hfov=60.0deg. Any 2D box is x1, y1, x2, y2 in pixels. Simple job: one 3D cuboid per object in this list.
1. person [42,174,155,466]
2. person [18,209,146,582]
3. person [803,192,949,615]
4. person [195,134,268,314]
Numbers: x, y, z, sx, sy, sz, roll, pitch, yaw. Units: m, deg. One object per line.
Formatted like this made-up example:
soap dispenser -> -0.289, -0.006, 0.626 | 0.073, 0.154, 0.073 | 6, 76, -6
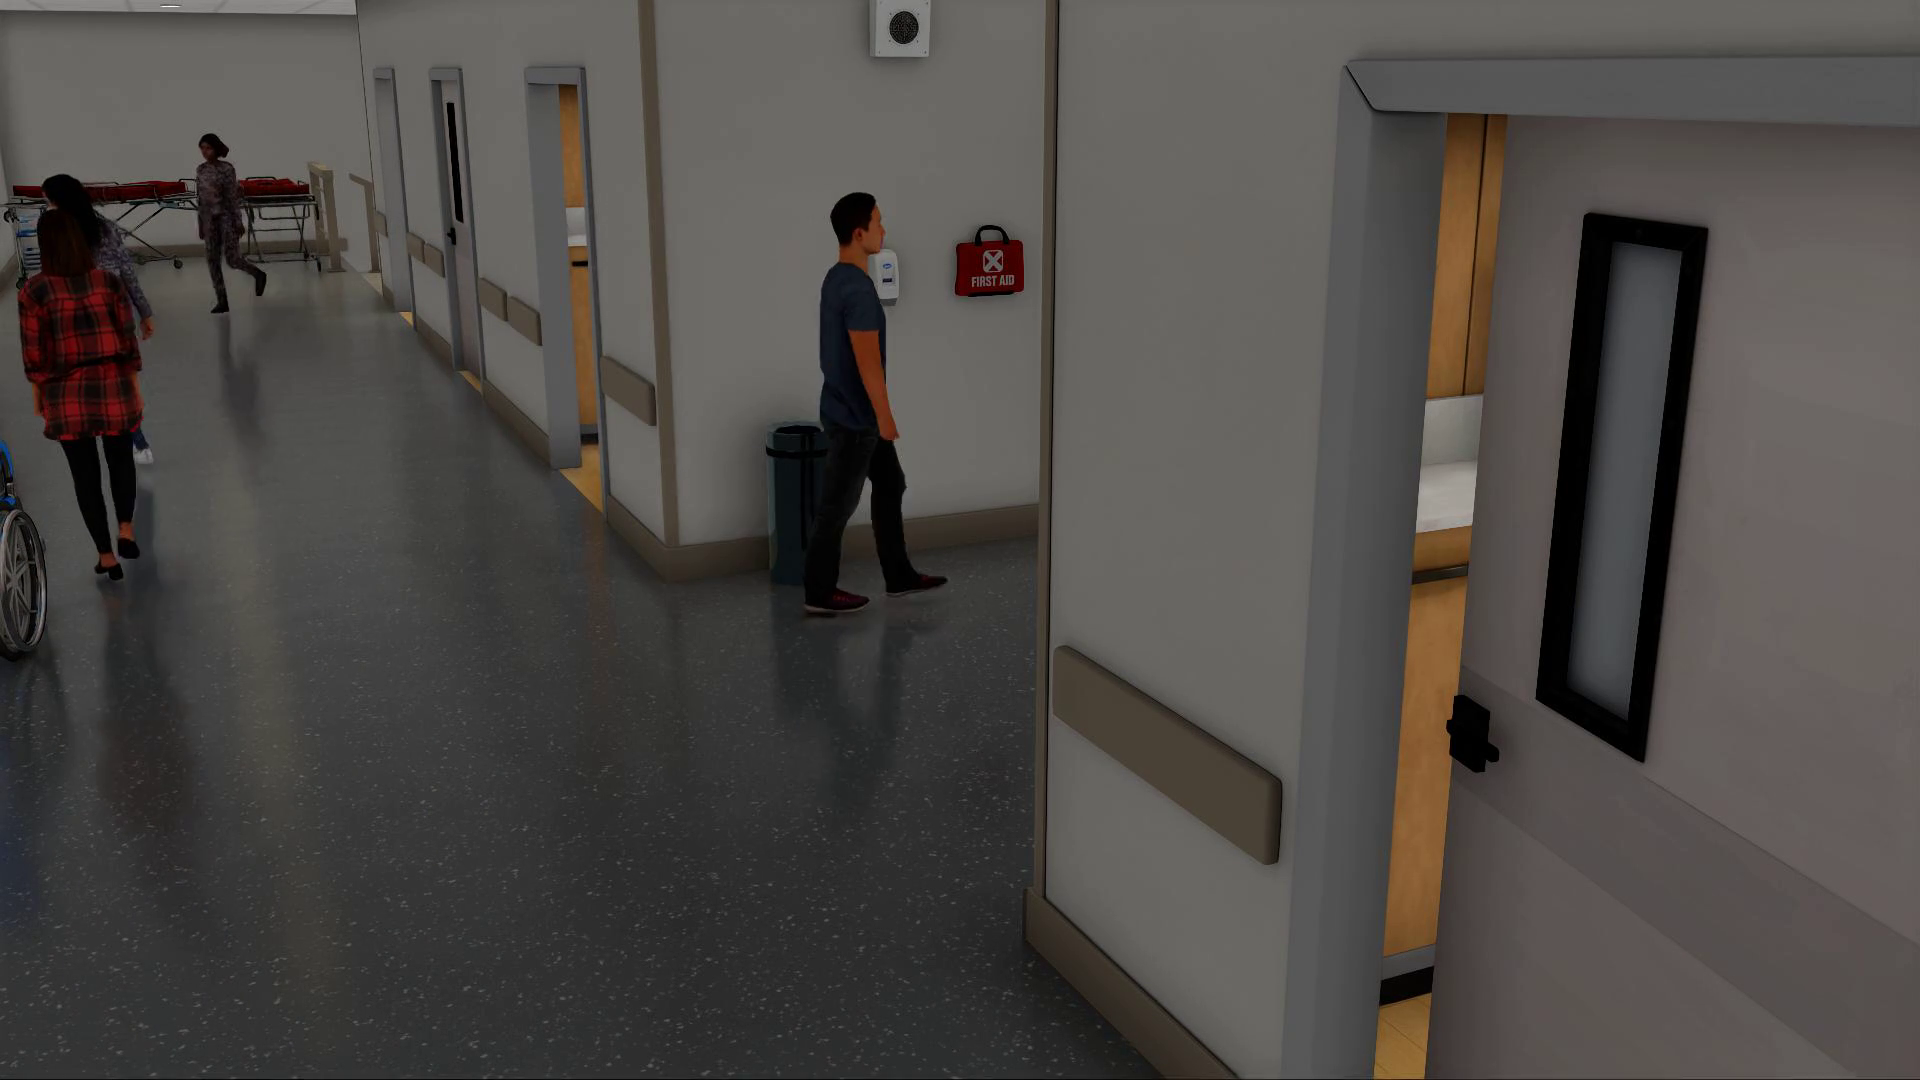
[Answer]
person -> -4.988, -1.248, 9.719 | 1.007, 1.697, 0.896 | 14, 21, 41
person -> -3.926, -0.628, 7.534 | 0.676, 1.689, 0.667 | -11, 19, -35
person -> -0.535, -0.545, 7.047 | 0.895, 1.793, 0.918 | -2, 16, -8
person -> -7.113, -3.070, 16.179 | 0.938, 1.698, 1.020 | 5, 17, 18
